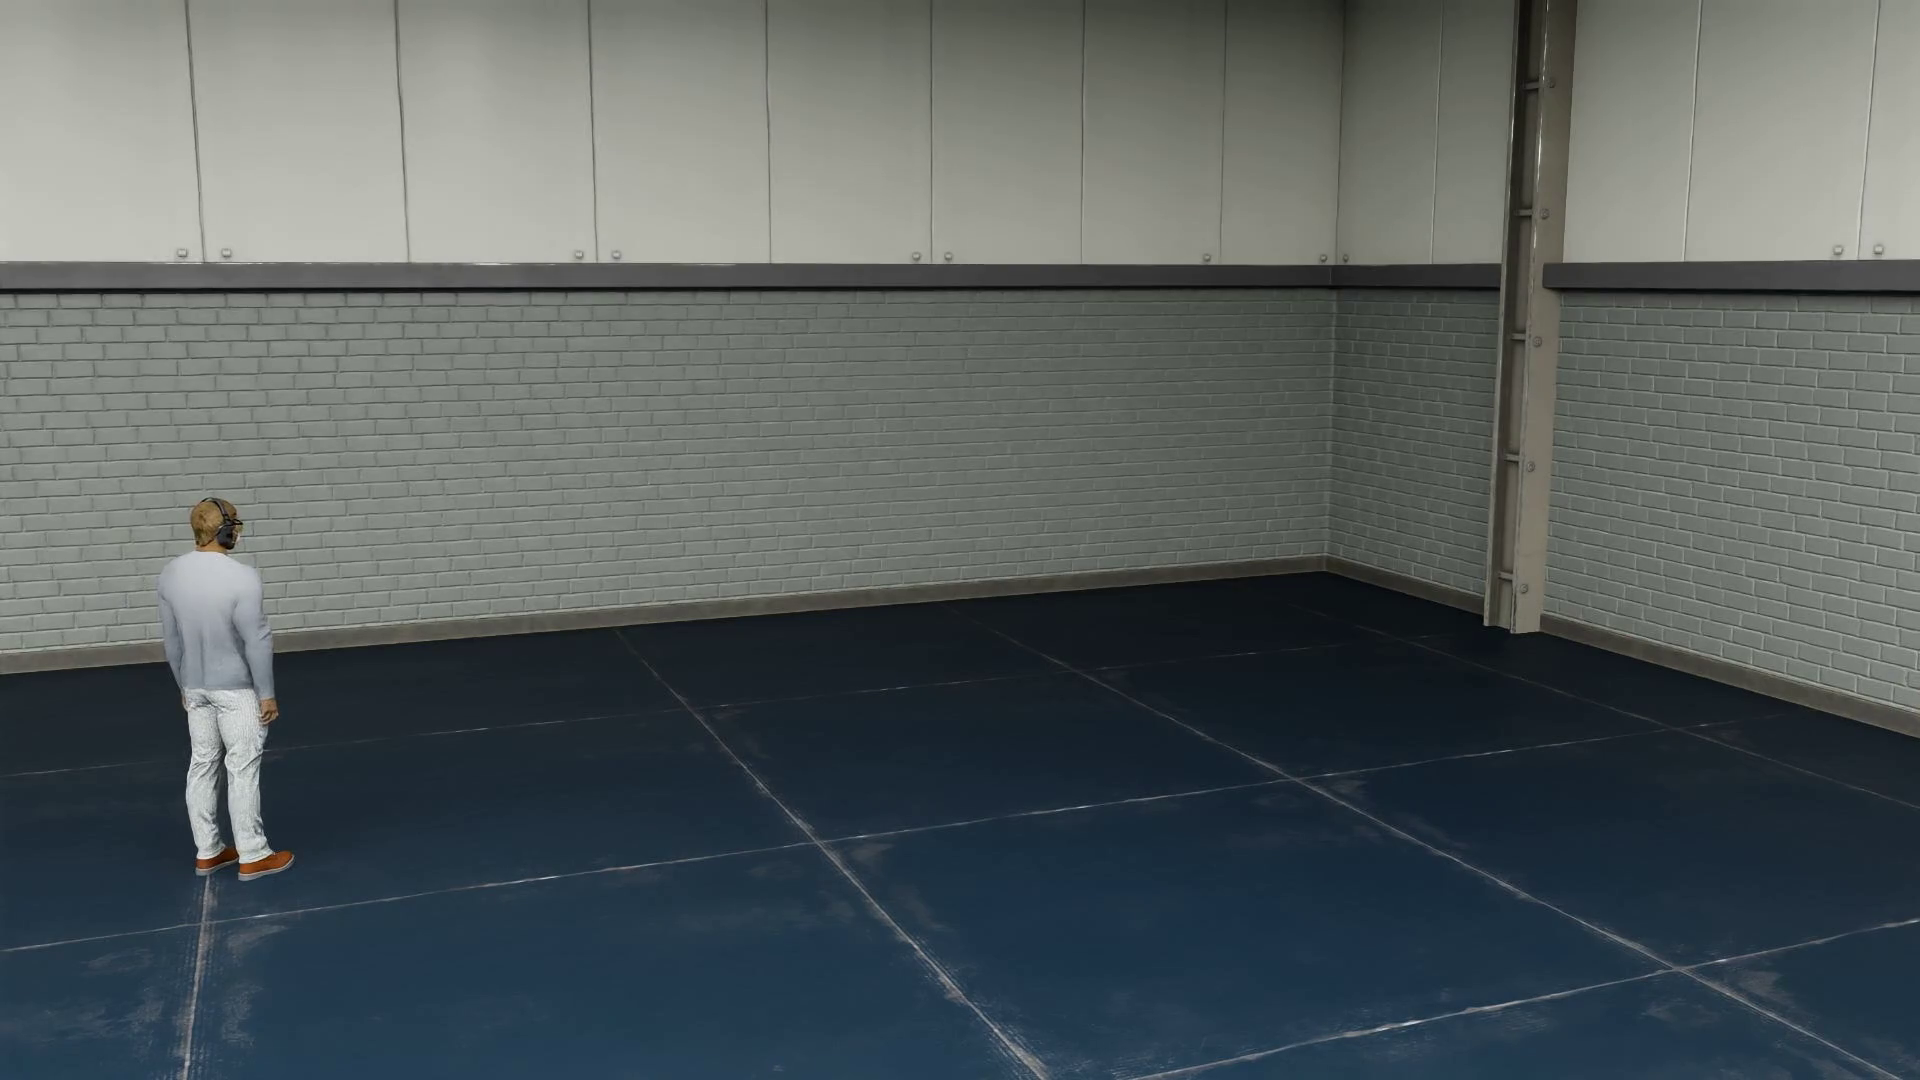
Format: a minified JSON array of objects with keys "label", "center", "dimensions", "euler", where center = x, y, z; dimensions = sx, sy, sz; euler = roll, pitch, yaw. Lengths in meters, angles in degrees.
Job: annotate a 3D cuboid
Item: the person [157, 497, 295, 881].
[{"label":"person","center":[-3.695,0.746,8.355],"dimensions":[0.630,1.940,0.372],"euler":[3,10,19]}]
